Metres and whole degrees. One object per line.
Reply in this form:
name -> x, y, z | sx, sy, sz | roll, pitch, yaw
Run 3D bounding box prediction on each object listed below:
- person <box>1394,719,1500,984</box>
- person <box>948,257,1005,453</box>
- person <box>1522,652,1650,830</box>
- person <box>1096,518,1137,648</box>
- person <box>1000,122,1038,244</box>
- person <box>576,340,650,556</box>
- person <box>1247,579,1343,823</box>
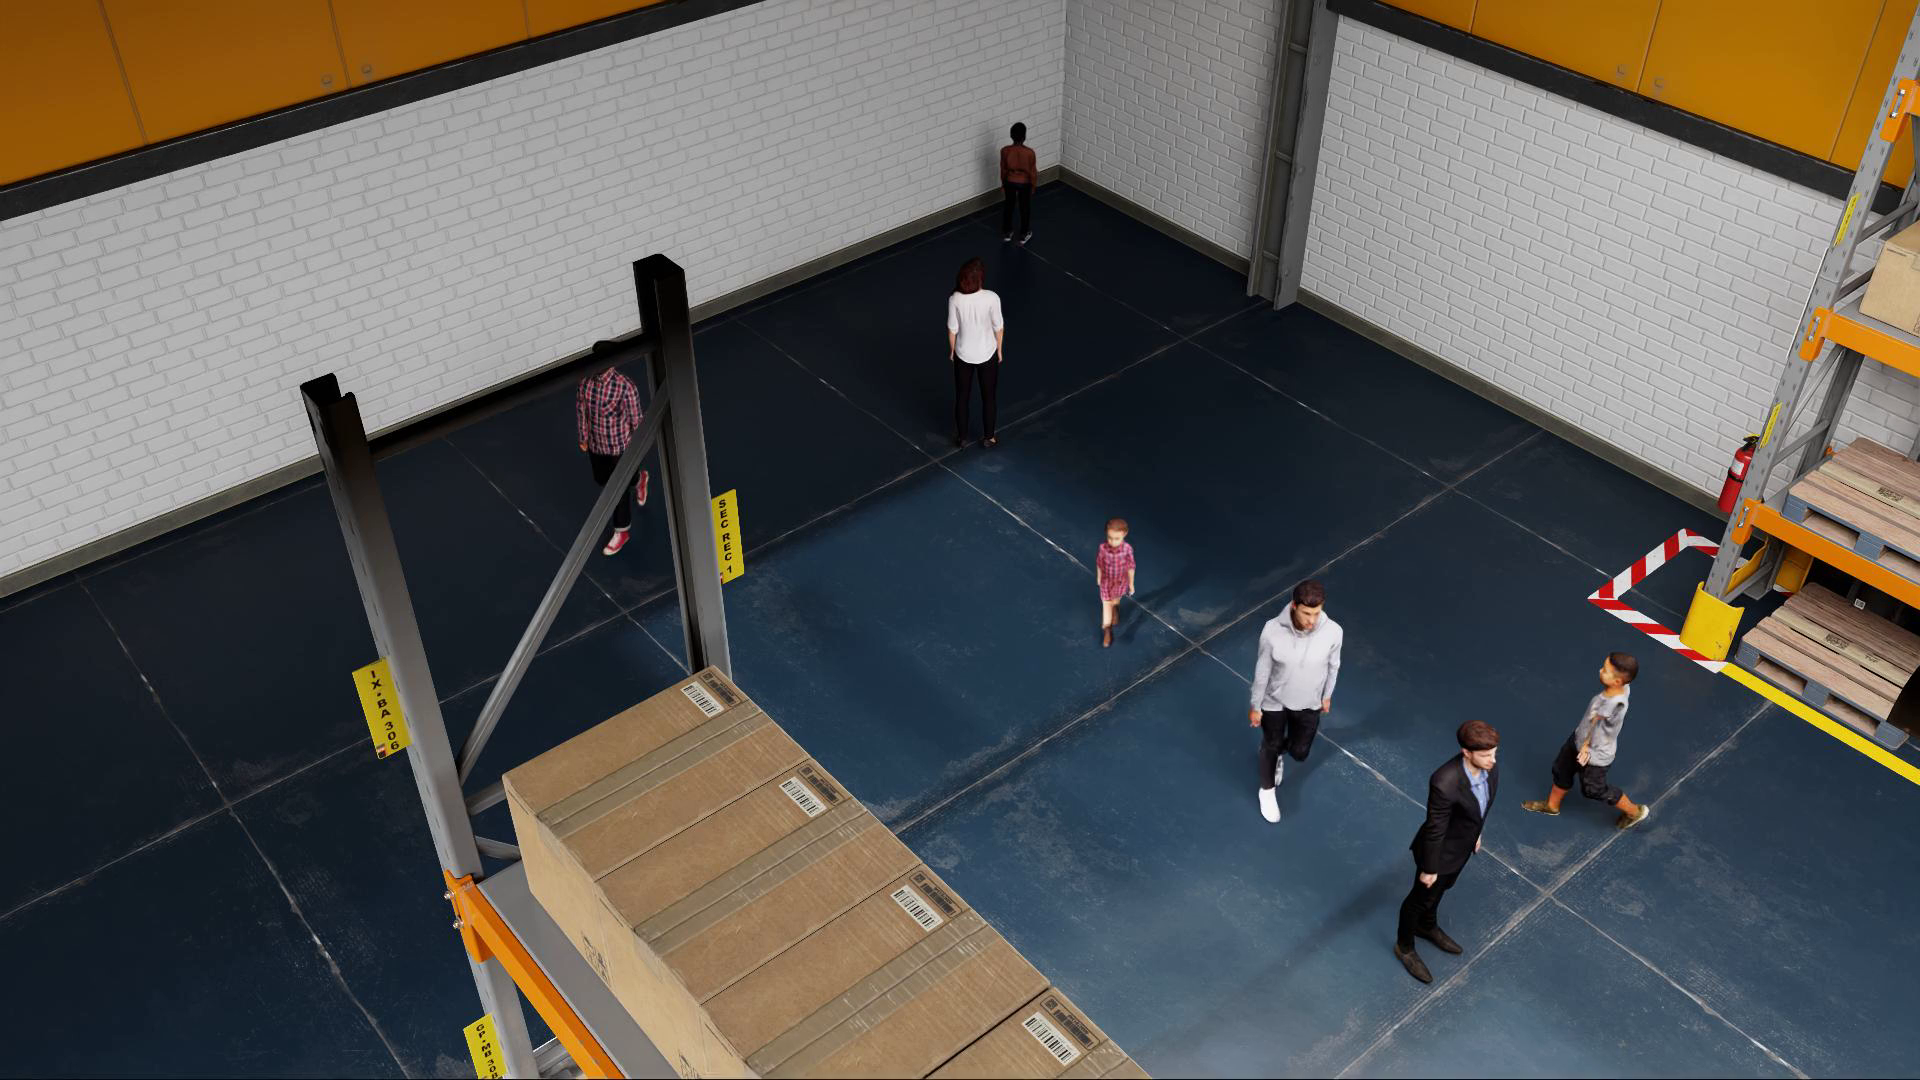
person -> 2.762, 1.713, 9.421 | 0.688, 1.894, 0.601 | -30, 47, -32
person -> 0.126, -1.481, 13.500 | 0.671, 1.795, 0.729 | 3, 39, 4
person -> 4.038, 1.252, 10.364 | 1.044, 1.437, 0.915 | 8, 39, 10
person -> 1.129, 0.233, 11.991 | 0.706, 0.999, 0.762 | 3, 39, 4
person -> 0.567, -3.556, 16.531 | 0.563, 1.254, 0.656 | 11, 40, 13
person -> -2.622, -0.789, 12.677 | 1.064, 1.740, 0.985 | 17, 42, 20
person -> 2.045, 0.913, 10.409 | 0.907, 1.911, 0.970 | -1, 39, -1
